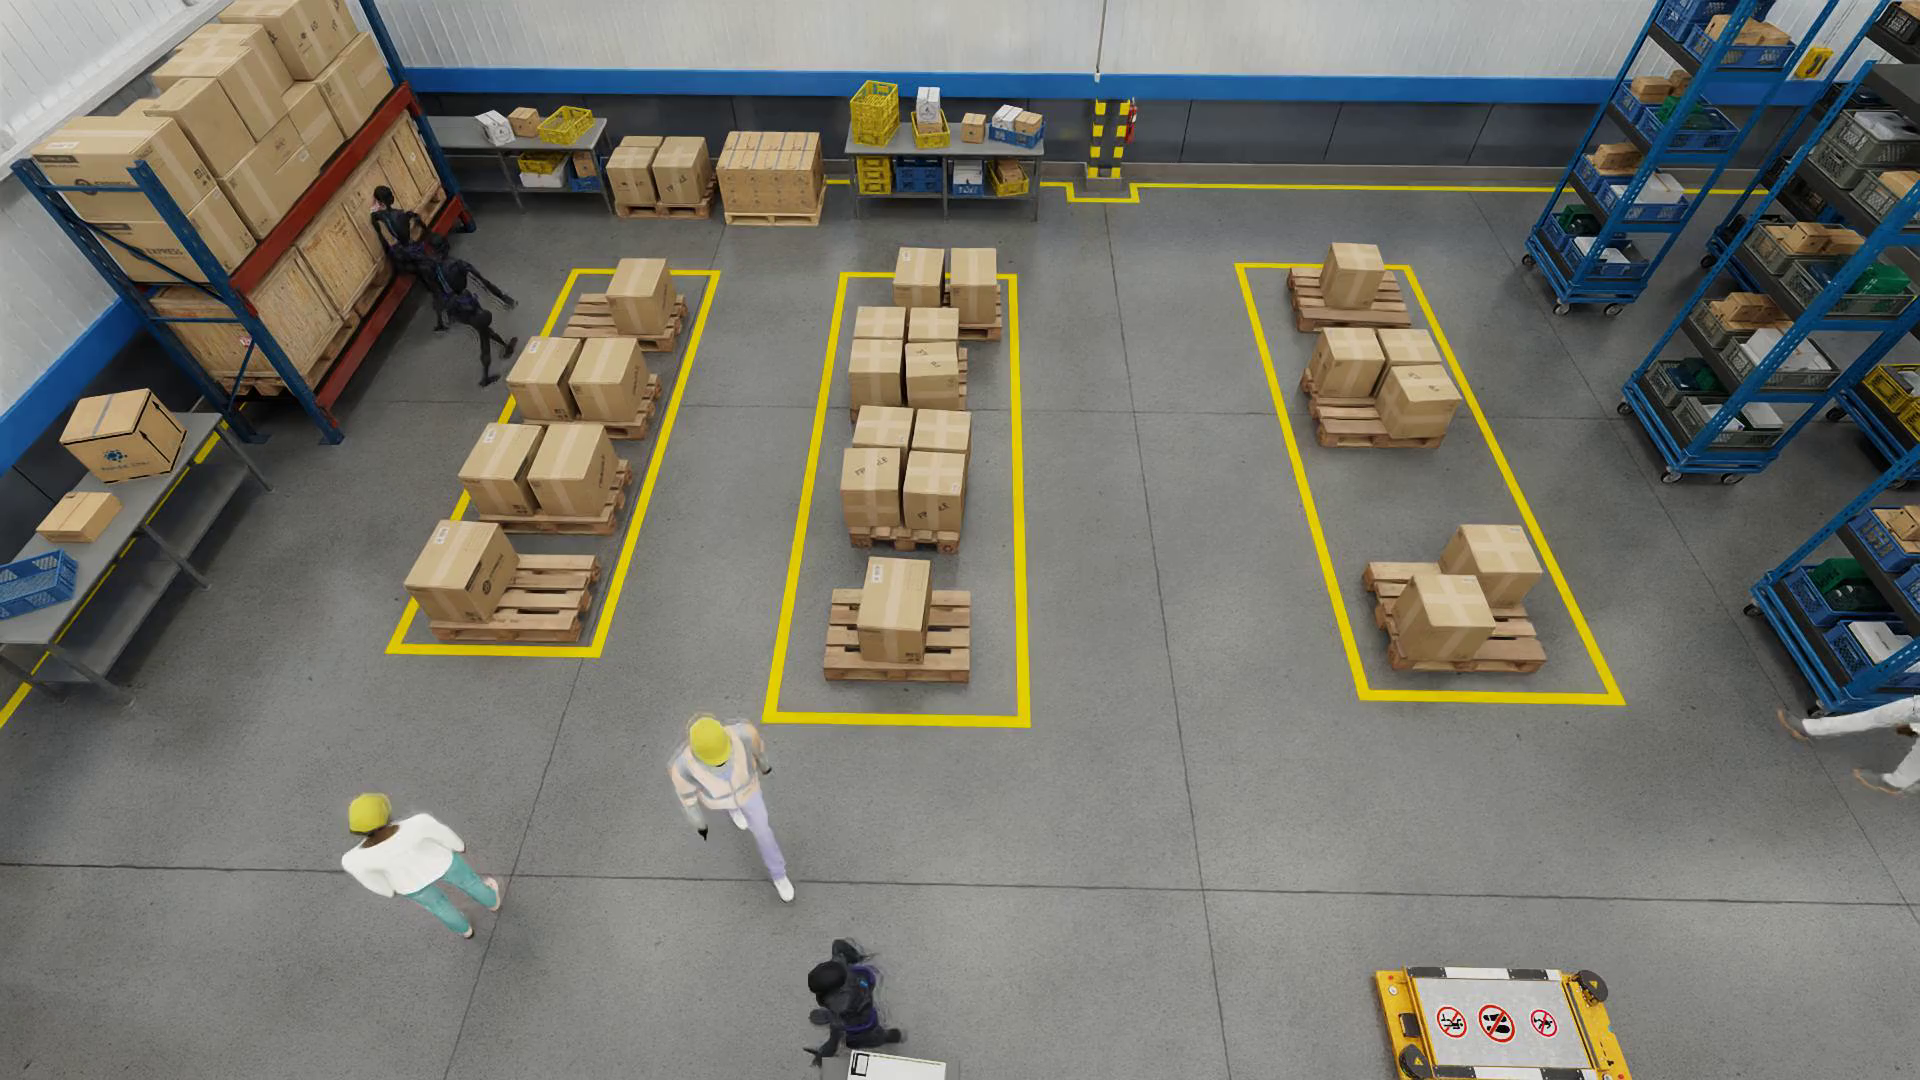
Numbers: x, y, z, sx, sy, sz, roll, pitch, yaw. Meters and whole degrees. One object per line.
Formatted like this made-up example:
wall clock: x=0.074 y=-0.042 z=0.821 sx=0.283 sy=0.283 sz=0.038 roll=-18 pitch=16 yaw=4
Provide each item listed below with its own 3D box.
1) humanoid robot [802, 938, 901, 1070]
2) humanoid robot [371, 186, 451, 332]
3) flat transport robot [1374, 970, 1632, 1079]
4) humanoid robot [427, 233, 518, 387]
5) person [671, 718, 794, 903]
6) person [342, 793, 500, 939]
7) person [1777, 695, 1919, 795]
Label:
humanoid robot: x=-0.693 y=2.723 z=5.371 sx=0.669 sy=1.634 sz=0.589 roll=-7 pitch=51 yaw=-5
humanoid robot: x=-6.047 y=-3.116 z=10.152 sx=0.594 sy=1.636 sz=0.757 roll=-1 pitch=51 yaw=0
flat transport robot: x=3.501 y=3.133 z=5.914 sx=1.431 sy=0.197 sz=0.652 roll=1 pitch=51 yaw=1
humanoid robot: x=-5.127 y=-2.435 z=9.601 sx=0.603 sy=1.615 sz=0.797 roll=16 pitch=53 yaw=13
person: x=-1.503 y=1.690 z=6.067 sx=0.606 sy=1.867 sz=1.013 roll=-24 pitch=55 yaw=-19
person: x=-3.420 y=2.077 z=5.841 sx=0.537 sy=1.761 sz=0.333 roll=-32 pitch=58 yaw=-23
person: x=6.850 y=1.172 z=6.513 sx=0.973 sy=1.836 sz=0.585 roll=24 pitch=55 yaw=18
